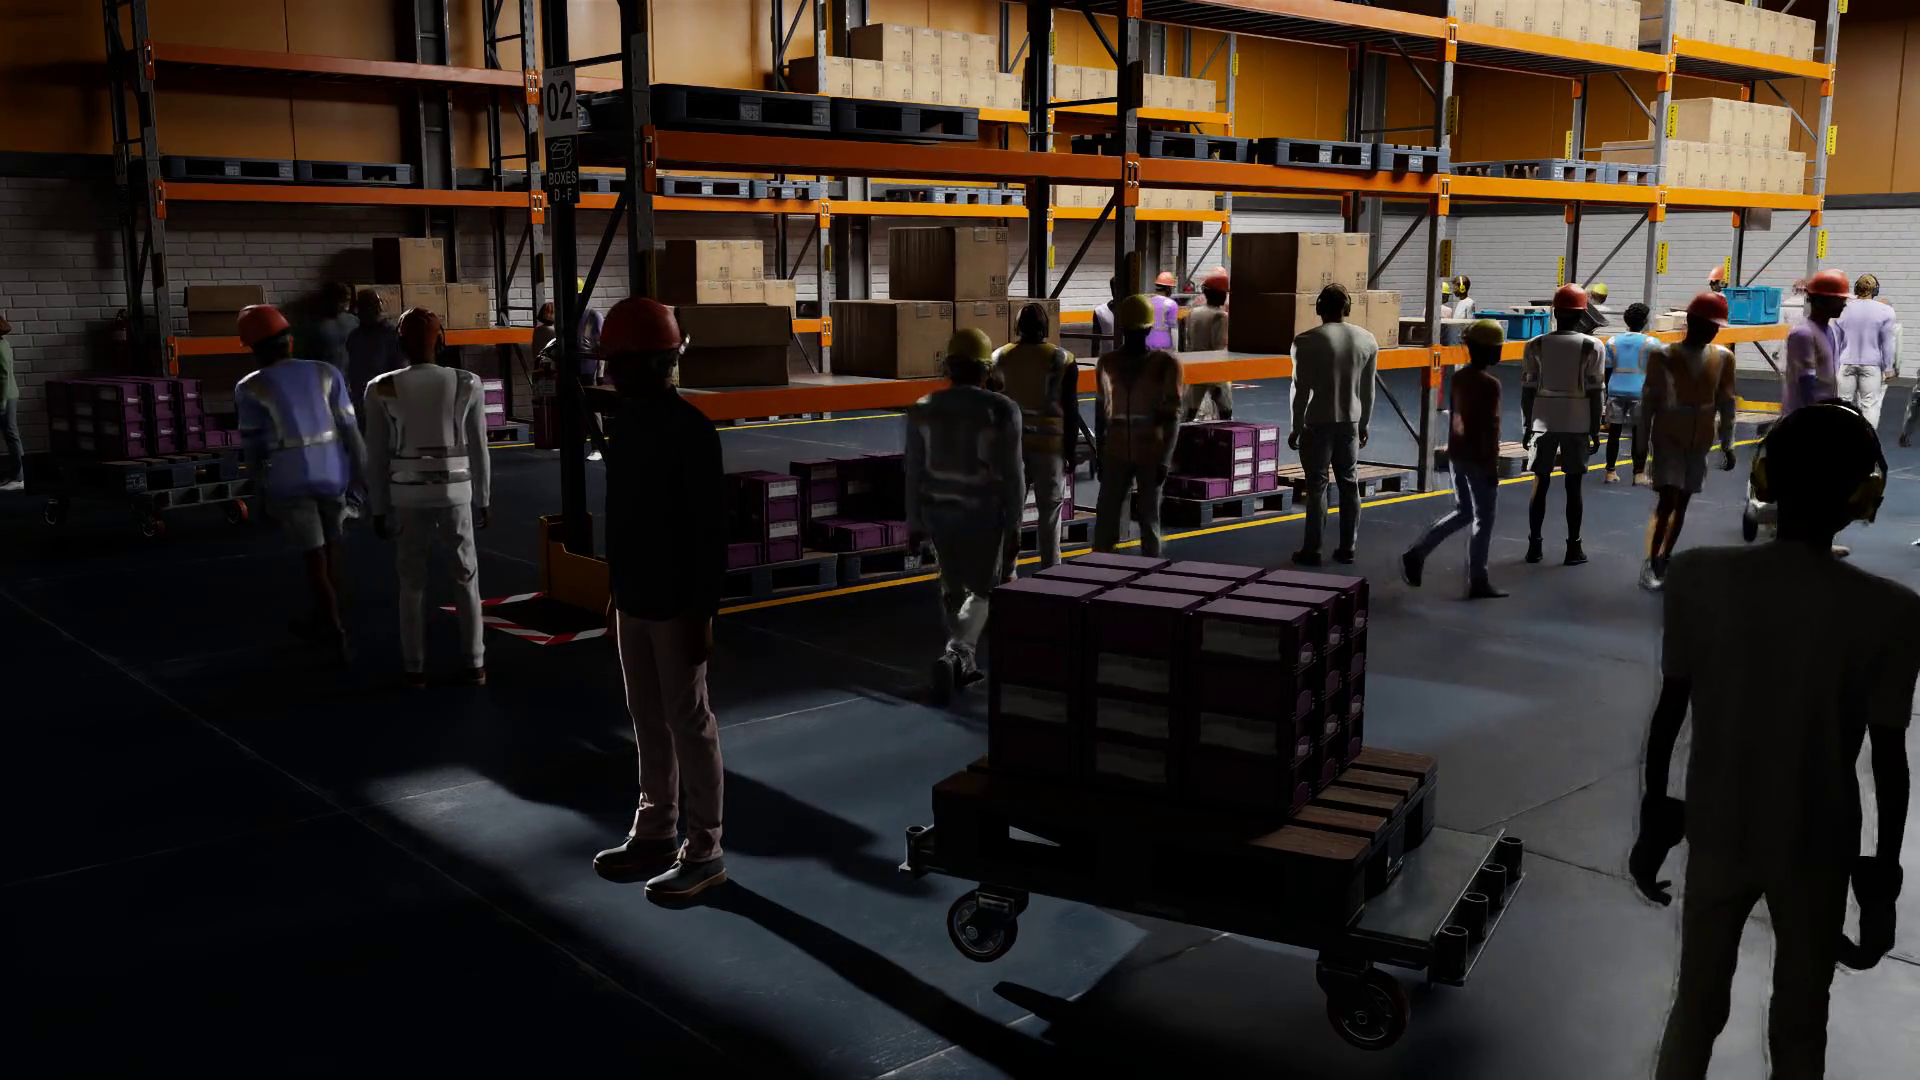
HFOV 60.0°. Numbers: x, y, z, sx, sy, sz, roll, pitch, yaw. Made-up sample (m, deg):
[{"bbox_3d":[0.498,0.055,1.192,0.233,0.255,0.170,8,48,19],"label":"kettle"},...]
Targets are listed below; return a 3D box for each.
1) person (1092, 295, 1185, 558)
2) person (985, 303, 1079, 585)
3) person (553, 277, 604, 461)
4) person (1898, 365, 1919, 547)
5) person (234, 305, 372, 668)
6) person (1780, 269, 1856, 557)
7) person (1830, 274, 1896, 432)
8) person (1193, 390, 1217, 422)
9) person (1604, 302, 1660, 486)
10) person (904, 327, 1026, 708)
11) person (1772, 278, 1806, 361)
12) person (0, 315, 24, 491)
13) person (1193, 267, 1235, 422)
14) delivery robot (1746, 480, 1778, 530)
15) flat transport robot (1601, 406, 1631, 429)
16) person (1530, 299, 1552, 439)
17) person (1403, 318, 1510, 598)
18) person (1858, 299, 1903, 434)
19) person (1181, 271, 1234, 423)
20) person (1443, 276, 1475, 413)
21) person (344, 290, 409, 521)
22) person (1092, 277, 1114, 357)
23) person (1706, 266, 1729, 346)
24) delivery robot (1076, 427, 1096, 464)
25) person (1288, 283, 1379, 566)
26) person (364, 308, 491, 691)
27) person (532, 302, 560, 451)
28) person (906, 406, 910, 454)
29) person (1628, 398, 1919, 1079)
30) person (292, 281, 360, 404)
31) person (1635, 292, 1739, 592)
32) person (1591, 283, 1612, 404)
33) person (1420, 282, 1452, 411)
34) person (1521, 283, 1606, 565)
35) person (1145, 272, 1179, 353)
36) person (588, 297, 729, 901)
[{"bbox_3d":[1.040,-0.492,9.833,0.596,1.892,0.657,4,11,24],"label":"person"},{"bbox_3d":[0.456,-0.583,10.575,0.618,1.836,0.430,3,10,17],"label":"person"},{"bbox_3d":[-3.968,-1.774,17.293,0.588,1.918,0.397,4,10,20],"label":"person"},{"bbox_3d":[7.071,-0.773,11.987,0.582,1.717,0.540,-6,11,-30],"label":"person"},{"bbox_3d":[-3.451,-0.294,8.746,0.626,1.870,0.884,-8,12,-39],"label":"person"},{"bbox_3d":[5.990,-0.872,11.650,0.625,2.038,0.423,-8,13,-41],"label":"person"},{"bbox_3d":[9.418,-1.805,17.405,0.630,1.940,0.373,9,13,41],"label":"person"},{"bbox_3d":[3.182,-2.329,21.381,0.294,1.630,0.504,6,11,30],"label":"person"},{"bbox_3d":[6.220,-1.348,15.436,0.322,1.696,0.536,-9,13,-42],"label":"person"},{"bbox_3d":[-0.006,-0.103,7.878,0.592,1.800,0.780,4,11,23],"label":"person"},{"bbox_3d":[11.440,-2.630,22.611,0.648,1.827,1.071,1,10,4],"label":"person"},{"bbox_3d":[-8.724,-1.267,15.146,0.281,1.633,0.498,-5,11,-29],"label":"person"},{"bbox_3d":[3.278,-2.493,21.305,0.634,1.985,0.473,6,11,30],"label":"person"},{"bbox_3d":[6.173,-0.332,12.551,0.477,0.478,0.707,3,10,17],"label":"delivery robot"},{"bbox_3d":[7.869,-1.539,20.726,0.652,0.197,1.431,6,12,33],"label":"flat transport robot"},{"bbox_3d":[6.728,-1.955,19.166,0.322,1.632,0.545,-3,10,-16],"label":"person"},{"bbox_3d":[3.117,-0.493,10.277,0.578,1.751,0.534,-2,10,-12],"label":"person"},{"bbox_3d":[10.903,-2.055,19.783,0.535,1.616,0.520,8,12,38],"label":"person"},{"bbox_3d":[2.376,-1.623,16.212,1.065,1.995,0.606,-8,13,-41],"label":"person"},{"bbox_3d":[6.695,-2.591,22.230,0.330,1.863,0.534,0,10,0],"label":"person"},{"bbox_3d":[-4.735,-1.094,13.491,0.664,1.852,0.986,4,10,21],"label":"person"},{"bbox_3d":[1.780,-2.008,18.693,0.602,1.910,0.393,0,10,1],"label":"person"},{"bbox_3d":[9.801,-2.537,21.527,0.395,1.992,0.623,2,10,12],"label":"person"},{"bbox_3d":[1.138,-0.954,16.195,0.477,0.478,0.707,0,10,0],"label":"delivery robot"},{"bbox_3d":[2.545,-0.787,11.446,0.632,1.940,0.372,-2,10,-14],"label":"person"},{"bbox_3d":[-2.597,-0.194,8.161,0.581,1.879,0.348,-4,10,-21],"label":"person"},{"bbox_3d":[-4.494,-1.788,18.228,0.494,1.625,0.285,8,13,39],"label":"person"},{"bbox_3d":[-0.375,-1.458,16.199,0.317,1.662,0.615,3,10,19],"label":"person"},{"bbox_3d":[1.605,0.640,3.360,0.530,1.850,0.635,7,12,37],"label":"person"},{"bbox_3d":[-5.594,-1.346,14.821,0.669,1.906,0.491,-9,13,-43],"label":"person"},{"bbox_3d":[4.603,-0.601,10.476,0.553,1.898,0.755,0,10,0],"label":"person"},{"bbox_3d":[9.027,-2.797,23.793,0.639,1.750,0.528,-5,11,-28],"label":"person"},{"bbox_3d":[6.599,-2.665,22.950,0.325,1.765,0.533,-6,11,-30],"label":"person"},{"bbox_3d":[4.149,-0.791,11.475,0.547,1.938,0.359,5,11,27],"label":"person"},{"bbox_3d":[2.621,-2.525,21.715,0.547,1.916,0.479,9,13,41],"label":"person"},{"bbox_3d":[-1.016,0.195,5.539,0.397,1.990,0.623,-8,13,-40],"label":"person"}]
